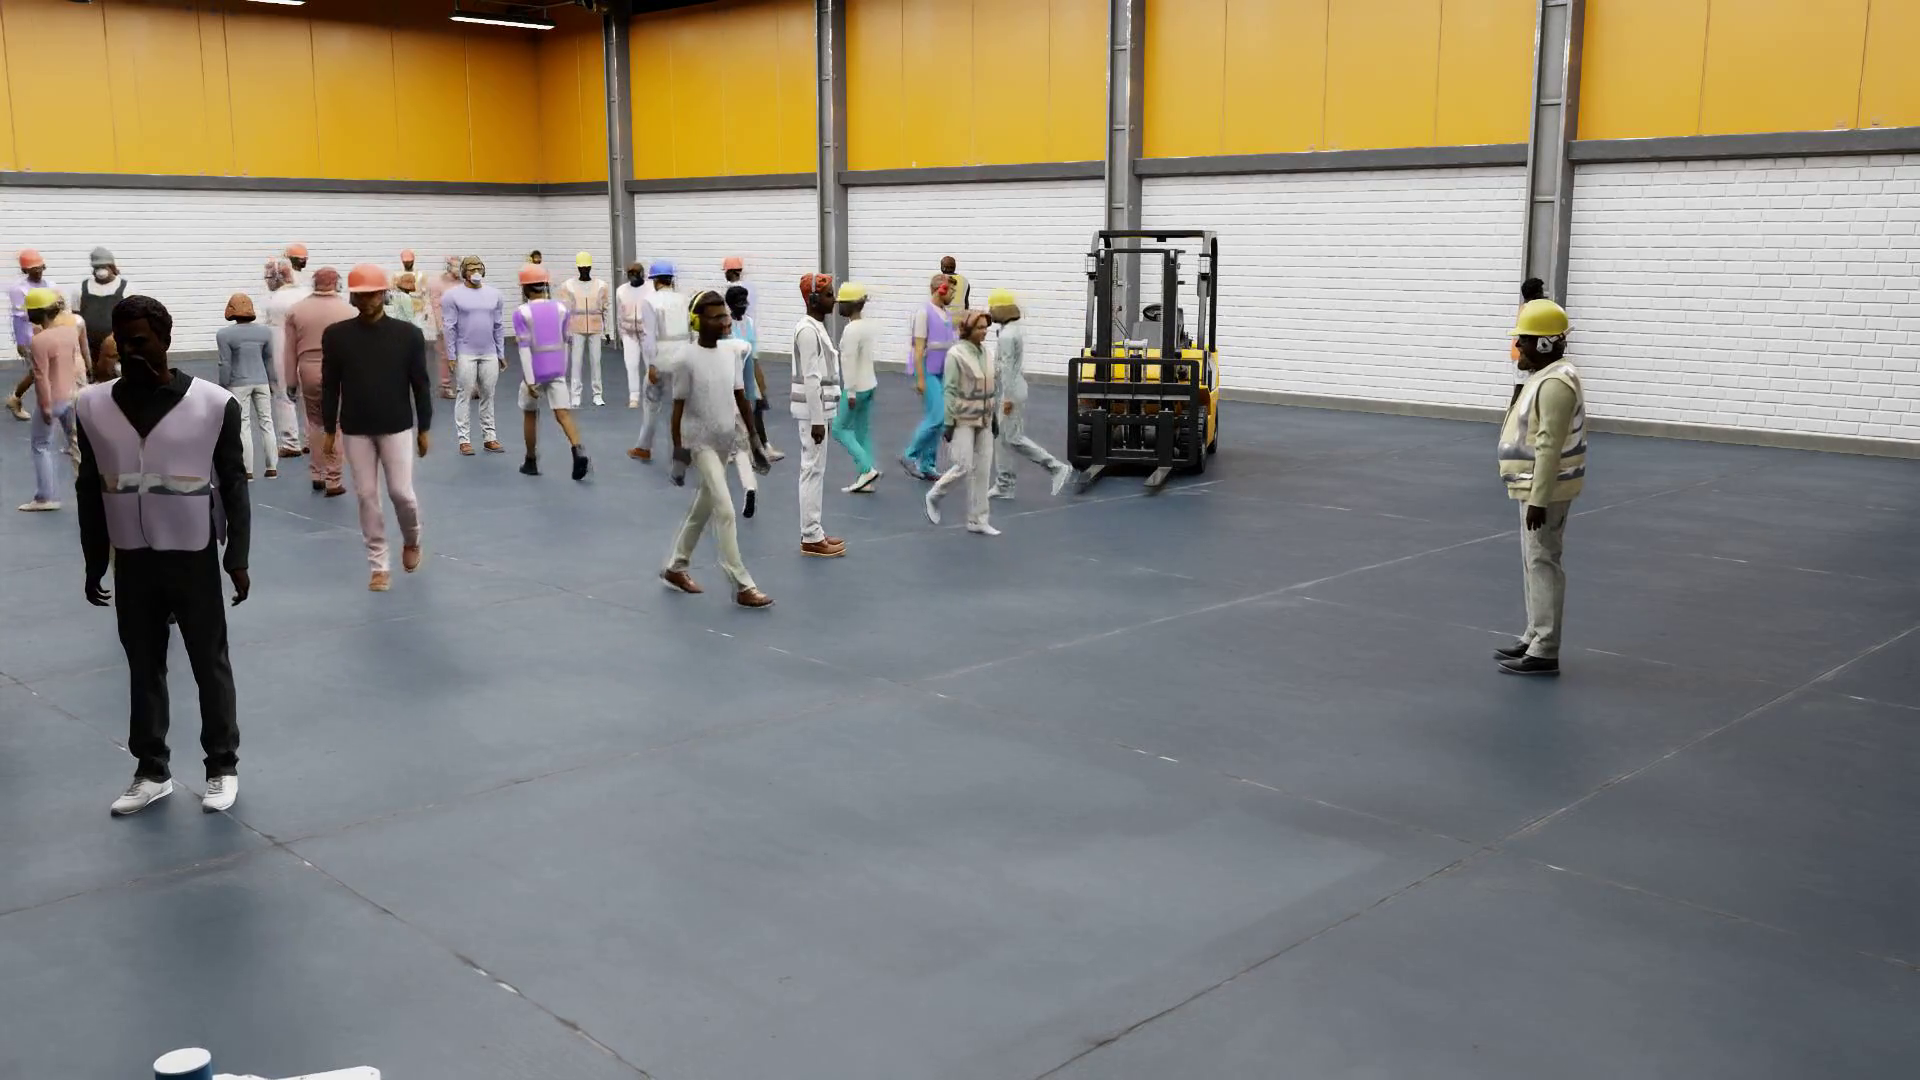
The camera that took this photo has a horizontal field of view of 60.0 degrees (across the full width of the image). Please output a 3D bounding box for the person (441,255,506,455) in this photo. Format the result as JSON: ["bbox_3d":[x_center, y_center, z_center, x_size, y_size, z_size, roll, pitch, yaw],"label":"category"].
[{"bbox_3d":[-4.729,-1.804,16.263,0.629,1.940,0.373,-9,14,-40],"label":"person"}]

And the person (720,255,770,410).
[{"bbox_3d":[-2.767,-2.540,20.426,1.007,1.881,0.552,6,12,30],"label":"person"}]

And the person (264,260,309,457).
[{"bbox_3d":[-6.490,-1.726,16.063,0.402,1.914,0.672,2,11,9],"label":"person"}]

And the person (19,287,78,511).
[{"bbox_3d":[-6.914,-1.084,12.852,0.769,1.739,0.527,1,10,6],"label":"person"}]

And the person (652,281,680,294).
[{"bbox_3d":[-4.037,-2.909,22.673,0.551,1.794,0.966,-4,11,-22],"label":"person"}]

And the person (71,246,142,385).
[{"bbox_3d":[-8.905,-2.060,17.377,0.684,2.000,0.538,-3,11,-15],"label":"person"}]

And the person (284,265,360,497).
[{"bbox_3d":[-5.189,-1.316,13.750,0.668,1.880,0.663,0,10,-2],"label":"person"}]

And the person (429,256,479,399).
[{"bbox_3d":[-6.488,-2.725,21.497,0.638,1.857,0.965,-9,14,-41],"label":"person"}]

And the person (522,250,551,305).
[{"bbox_3d":[-7.934,-4.500,31.205,0.533,1.854,0.433,-10,14,-43],"label":"person"}]

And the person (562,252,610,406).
[{"bbox_3d":[-4.671,-2.636,20.827,0.590,1.926,0.388,-3,11,-18],"label":"person"}]

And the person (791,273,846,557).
[{"bbox_3d":[-0.951,-0.832,11.116,0.356,1.882,0.574,-1,10,-4],"label":"person"}]

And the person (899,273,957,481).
[{"bbox_3d":[-0.237,-1.414,14.507,0.432,1.797,0.639,5,12,26],"label":"person"}]

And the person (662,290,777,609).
[{"bbox_3d":[-1.434,-0.531,9.677,0.971,1.817,0.536,7,13,34],"label":"person"}]

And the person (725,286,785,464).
[{"bbox_3d":[-1.998,-1.512,15.401,0.804,1.656,0.553,8,13,36],"label":"person"}]

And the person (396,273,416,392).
[{"bbox_3d":[-7.507,-2.819,22.674,0.494,1.613,0.508,-4,11,-19],"label":"person"}]

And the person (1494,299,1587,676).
[{"bbox_3d":[2.827,-0.253,8.127,0.403,1.825,0.591,3,11,14],"label":"person"}]

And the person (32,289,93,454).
[{"bbox_3d":[-8.613,-1.612,16.076,0.574,1.614,0.535,9,13,39],"label":"person"}]

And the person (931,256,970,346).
[{"bbox_3d":[-0.167,-3.056,23.356,0.627,1.844,0.429,-7,12,-32],"label":"person"}]

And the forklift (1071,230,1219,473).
[{"bbox_3d":[1.804,-1.825,15.677,1.214,2.155,2.313,2,11,13],"label":"forklift"}]

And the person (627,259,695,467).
[{"bbox_3d":[-2.772,-1.653,15.502,0.904,1.904,0.650,10,14,43],"label":"person"}]

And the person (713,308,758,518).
[{"bbox_3d":[-1.758,-0.954,12.524,0.511,1.611,0.701,-4,11,-20],"label":"person"}]

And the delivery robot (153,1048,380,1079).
[{"bbox_3d":[-1.492,1.232,3.227,0.707,0.478,0.477,-4,11,-20],"label":"delivery robot"}]

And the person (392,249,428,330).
[{"bbox_3d":[-8.920,-3.766,27.022,0.550,1.920,0.671,-3,11,-18],"label":"person"}]

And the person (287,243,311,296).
[{"bbox_3d":[-9.180,-3.105,23.106,0.482,2.023,0.626,1,10,8],"label":"person"}]

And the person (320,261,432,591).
[{"bbox_3d":[-3.526,-0.688,10.060,0.622,1.977,0.496,-2,11,-8],"label":"person"}]

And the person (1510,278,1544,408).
[{"bbox_3d":[5.974,-1.915,17.547,0.321,1.695,0.533,3,11,16],"label":"person"}]

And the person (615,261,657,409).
[{"bbox_3d":[-3.962,-2.558,20.703,0.634,1.820,0.673,0,10,2],"label":"person"}]

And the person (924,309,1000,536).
[{"bbox_3d":[0.033,-0.839,11.866,0.506,1.626,0.526,9,14,41],"label":"person"}]

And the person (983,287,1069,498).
[{"bbox_3d":[0.506,-1.165,13.367,0.665,1.718,0.496,0,10,1],"label":"person"}]

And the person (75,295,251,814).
[{"bbox_3d":[-2.935,0.058,6.162,0.599,1.917,0.375,-1,10,-4],"label":"person"}]

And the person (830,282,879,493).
[{"bbox_3d":[-0.874,-1.241,13.703,0.362,1.754,0.527,3,11,18],"label":"person"}]

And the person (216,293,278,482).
[{"bbox_3d":[-6.199,-1.324,14.470,0.279,1.634,0.498,9,14,41],"label":"person"}]

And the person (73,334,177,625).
[{"bbox_3d":[-4.493,-0.310,9.024,0.528,1.591,0.818,-7,13,-34],"label":"person"}]

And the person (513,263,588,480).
[{"bbox_3d":[-3.615,-1.472,14.578,0.539,1.902,0.938,-8,13,-38],"label":"person"}]

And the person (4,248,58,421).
[{"bbox_3d":[-10.520,-2.314,18.925,0.925,1.996,0.641,4,11,19],"label":"person"}]
